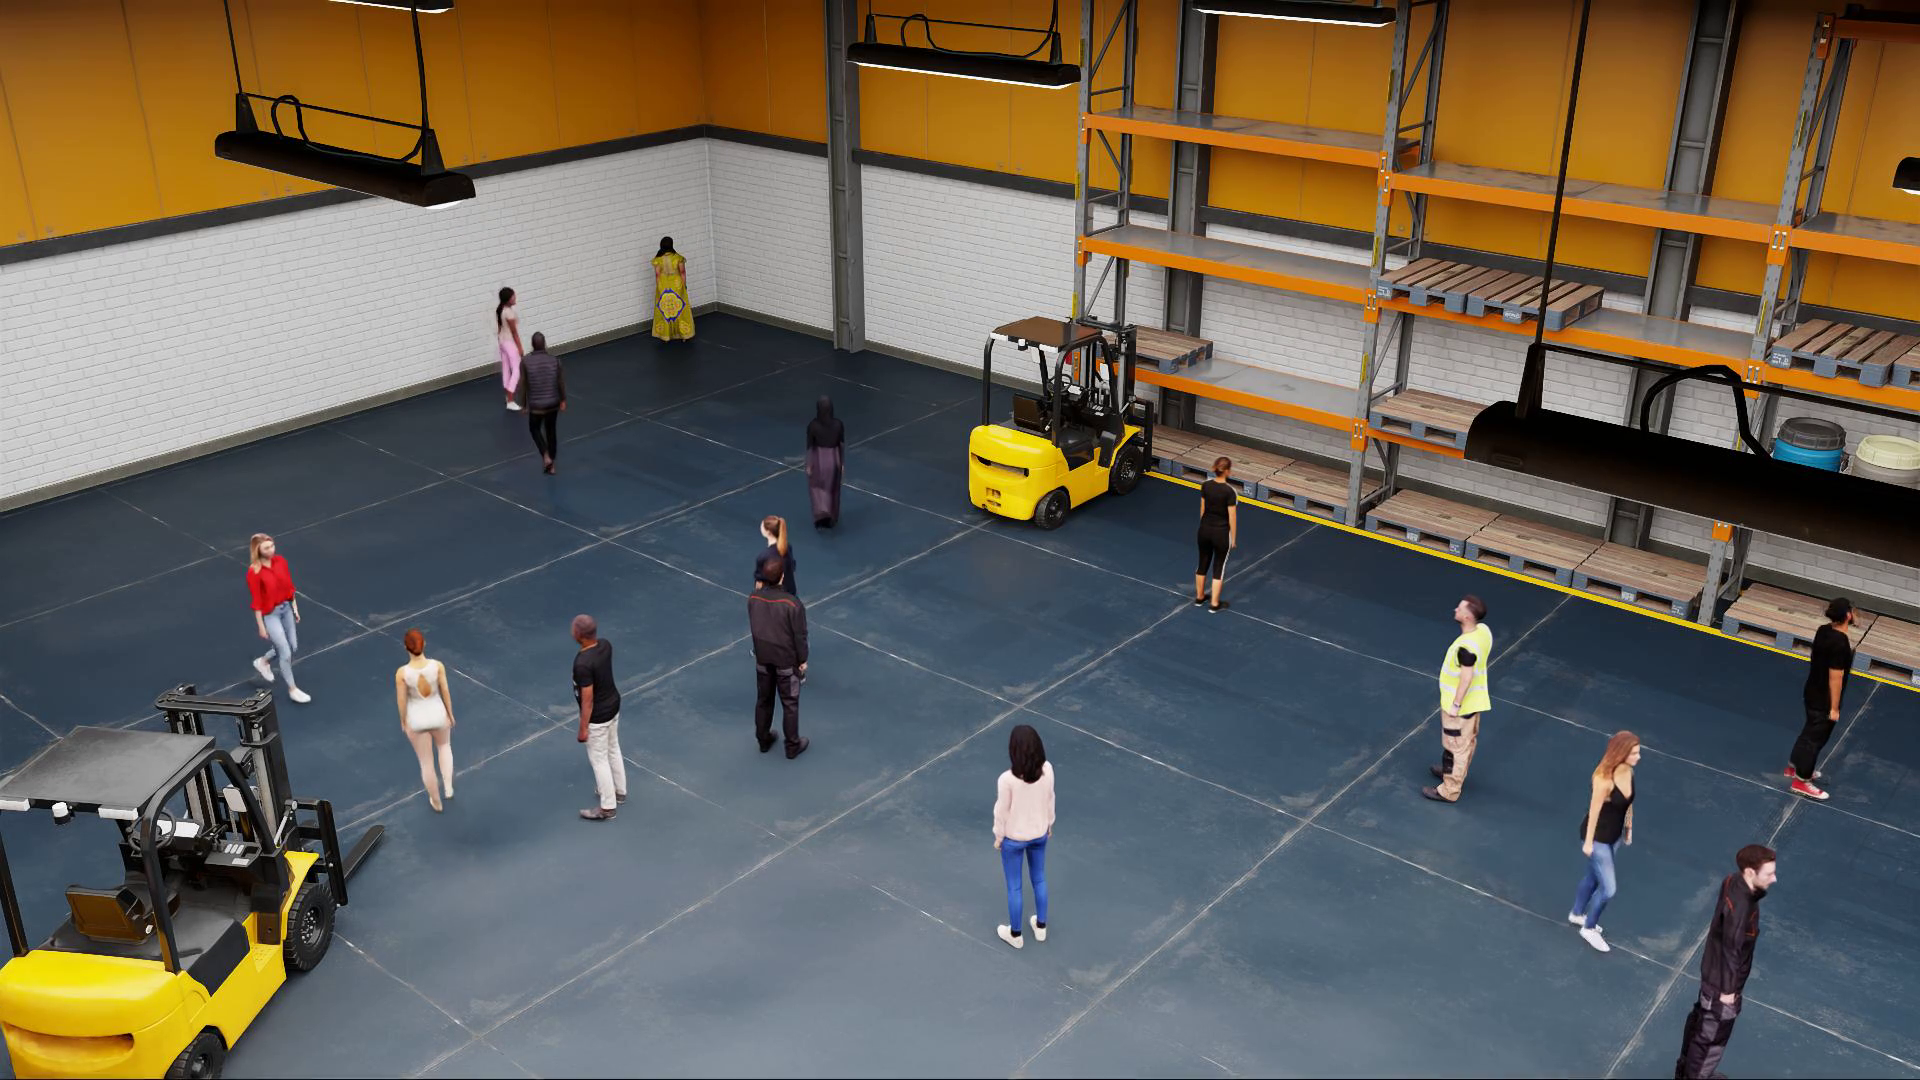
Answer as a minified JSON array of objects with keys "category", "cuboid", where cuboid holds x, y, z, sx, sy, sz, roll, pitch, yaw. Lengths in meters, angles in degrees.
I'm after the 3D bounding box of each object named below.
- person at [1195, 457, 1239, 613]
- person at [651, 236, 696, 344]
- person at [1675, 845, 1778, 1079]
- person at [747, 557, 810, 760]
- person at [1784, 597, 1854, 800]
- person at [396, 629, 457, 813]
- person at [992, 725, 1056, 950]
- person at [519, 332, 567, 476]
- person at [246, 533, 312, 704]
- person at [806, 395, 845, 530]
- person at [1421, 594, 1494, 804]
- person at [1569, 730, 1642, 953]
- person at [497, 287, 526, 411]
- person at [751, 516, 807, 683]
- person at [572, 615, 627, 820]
[{"category":"person","cuboid":[2.614,-0.069,17.062,0.461,1.669,0.640,20,31,38]},{"category":"person","cuboid":[-4.494,-3.900,25.839,0.998,1.659,1.039,-4,24,-9]},{"category":"person","cuboid":[4.784,2.718,10.385,0.691,1.910,0.753,9,25,20]},{"category":"person","cuboid":[-1.586,1.014,14.374,0.632,1.838,0.832,9,25,20]},{"category":"person","cuboid":[7.188,1.301,13.829,0.696,1.749,0.722,11,26,23]},{"category":"person","cuboid":[-4.306,1.501,13.511,0.651,1.636,0.662,-12,26,-26]},{"category":"person","cuboid":[0.461,2.123,11.924,0.724,1.768,0.701,-11,26,-23]},{"category":"person","cuboid":[-5.118,-1.644,20.468,0.883,1.827,0.949,-10,25,-21]},{"category":"person","cuboid":[-6.336,0.697,15.287,0.969,1.686,0.771,10,26,22]},{"category":"person","cuboid":[-1.522,-0.863,18.957,0.847,1.606,0.930,-5,24,-11]},{"category":"person","cuboid":[4.144,1.291,13.729,0.758,1.846,0.735,14,27,29]},{"category":"person","cuboid":[4.586,2.108,12.035,0.639,1.707,0.692,-19,30,-37]},{"category":"person","cuboid":[-6.266,-2.681,22.972,0.597,1.721,0.895,17,29,34]},{"category":"person","cuboid":[-1.628,0.579,15.597,0.977,1.655,0.679,15,28,31]},{"category":"person","cuboid":[-2.925,1.417,13.495,0.758,1.803,0.755,6,24,13]}]
